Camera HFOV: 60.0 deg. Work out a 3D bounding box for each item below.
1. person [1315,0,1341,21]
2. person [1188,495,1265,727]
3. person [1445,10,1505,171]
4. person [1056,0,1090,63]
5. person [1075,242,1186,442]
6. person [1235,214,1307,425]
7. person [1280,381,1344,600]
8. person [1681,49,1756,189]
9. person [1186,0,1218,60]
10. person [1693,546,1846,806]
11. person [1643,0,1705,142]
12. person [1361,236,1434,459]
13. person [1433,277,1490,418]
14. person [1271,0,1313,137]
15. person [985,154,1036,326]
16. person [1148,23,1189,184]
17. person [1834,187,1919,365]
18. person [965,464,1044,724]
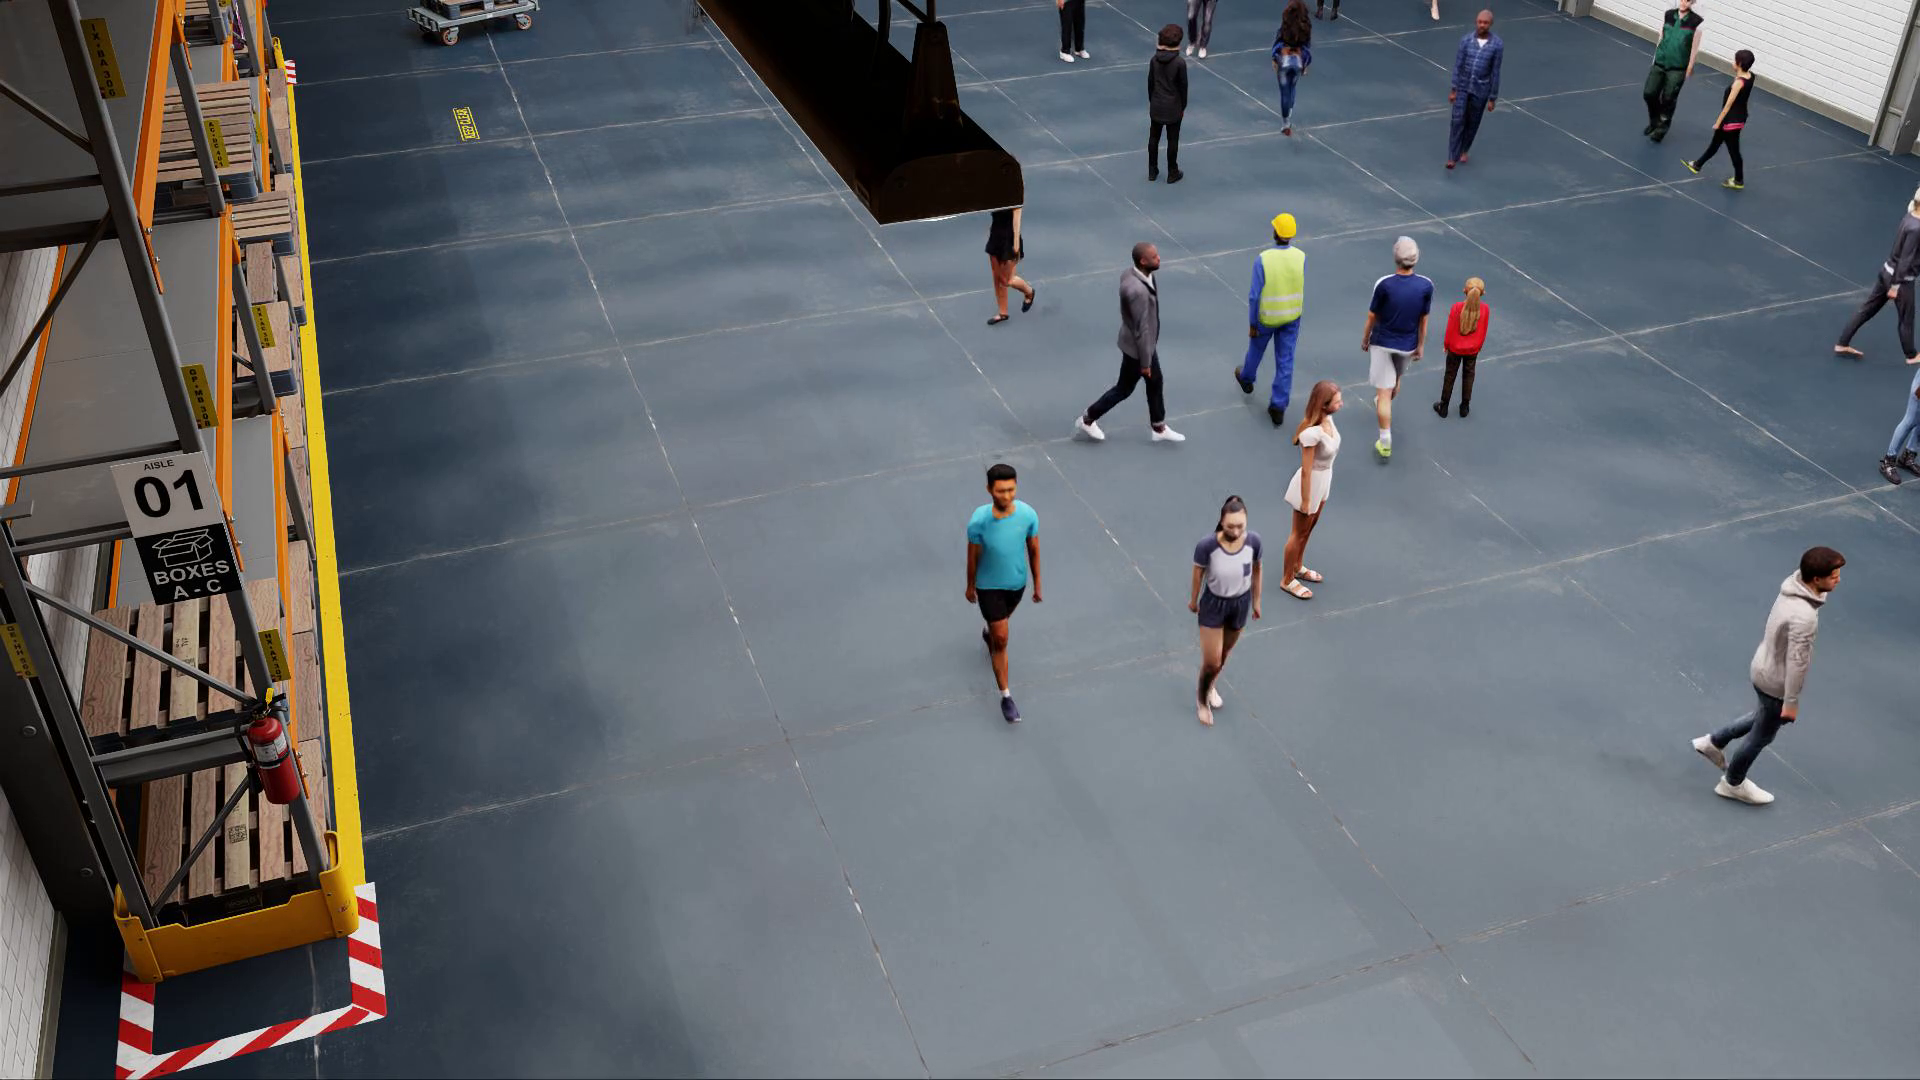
[{"bbox_3d":[5.356,-8.386,23.910,0.730,1.746,0.722,5,34,7],"label":"person"},{"bbox_3d":[1.681,0.391,10.807,0.613,1.633,0.649,-8,35,-12],"label":"person"},{"bbox_3d":[5.879,-5.175,19.047,1.076,1.782,1.191,10,35,15],"label":"person"},{"bbox_3d":[1.500,-7.335,22.383,0.731,1.687,0.717,-21,39,-29],"label":"person"},{"bbox_3d":[1.358,-1.568,13.620,1.163,1.783,1.226,6,34,9],"label":"person"},{"bbox_3d":[2.690,-1.833,14.023,0.845,1.778,1.175,-3,34,-4],"label":"person"},{"bbox_3d":[2.517,-0.389,11.925,0.714,1.696,0.666,18,37,24],"label":"person"},{"bbox_3d":[8.681,-4.654,18.502,1.062,1.517,0.886,24,40,32],"label":"person"},{"bbox_3d":[3.316,-7.438,22.425,0.806,1.812,0.827,7,34,10],"label":"person"},{"bbox_3d":[4.816,0.800,10.008,0.941,1.839,0.881,14,36,20],"label":"person"},{"bbox_3d":[8.481,-5.665,19.740,0.731,1.831,0.841,27,42,34],"label":"person"},{"bbox_3d":[3.553,-1.535,13.570,0.903,1.783,1.272,-1,34,-1],"label":"person"},{"bbox_3d":[4.298,-1.649,14.194,0.568,1.281,0.593,1,34,2],"label":"person"},{"bbox_3d":[3.968,-5.644,19.912,0.687,1.607,0.745,-4,34,-5],"label":"person"},{"bbox_3d":[0.494,-2.807,15.590,0.769,1.665,0.747,-24,40,-31],"label":"person"},{"bbox_3d":[2.316,-4.880,18.604,0.733,1.780,0.800,17,37,23],"label":"person"},{"bbox_3d":[8.332,-2.374,14.922,1.062,1.683,1.095,7,34,11],"label":"person"},{"bbox_3d":[0.252,0.237,10.953,0.671,1.728,1.200,-9,35,-13],"label":"person"}]
